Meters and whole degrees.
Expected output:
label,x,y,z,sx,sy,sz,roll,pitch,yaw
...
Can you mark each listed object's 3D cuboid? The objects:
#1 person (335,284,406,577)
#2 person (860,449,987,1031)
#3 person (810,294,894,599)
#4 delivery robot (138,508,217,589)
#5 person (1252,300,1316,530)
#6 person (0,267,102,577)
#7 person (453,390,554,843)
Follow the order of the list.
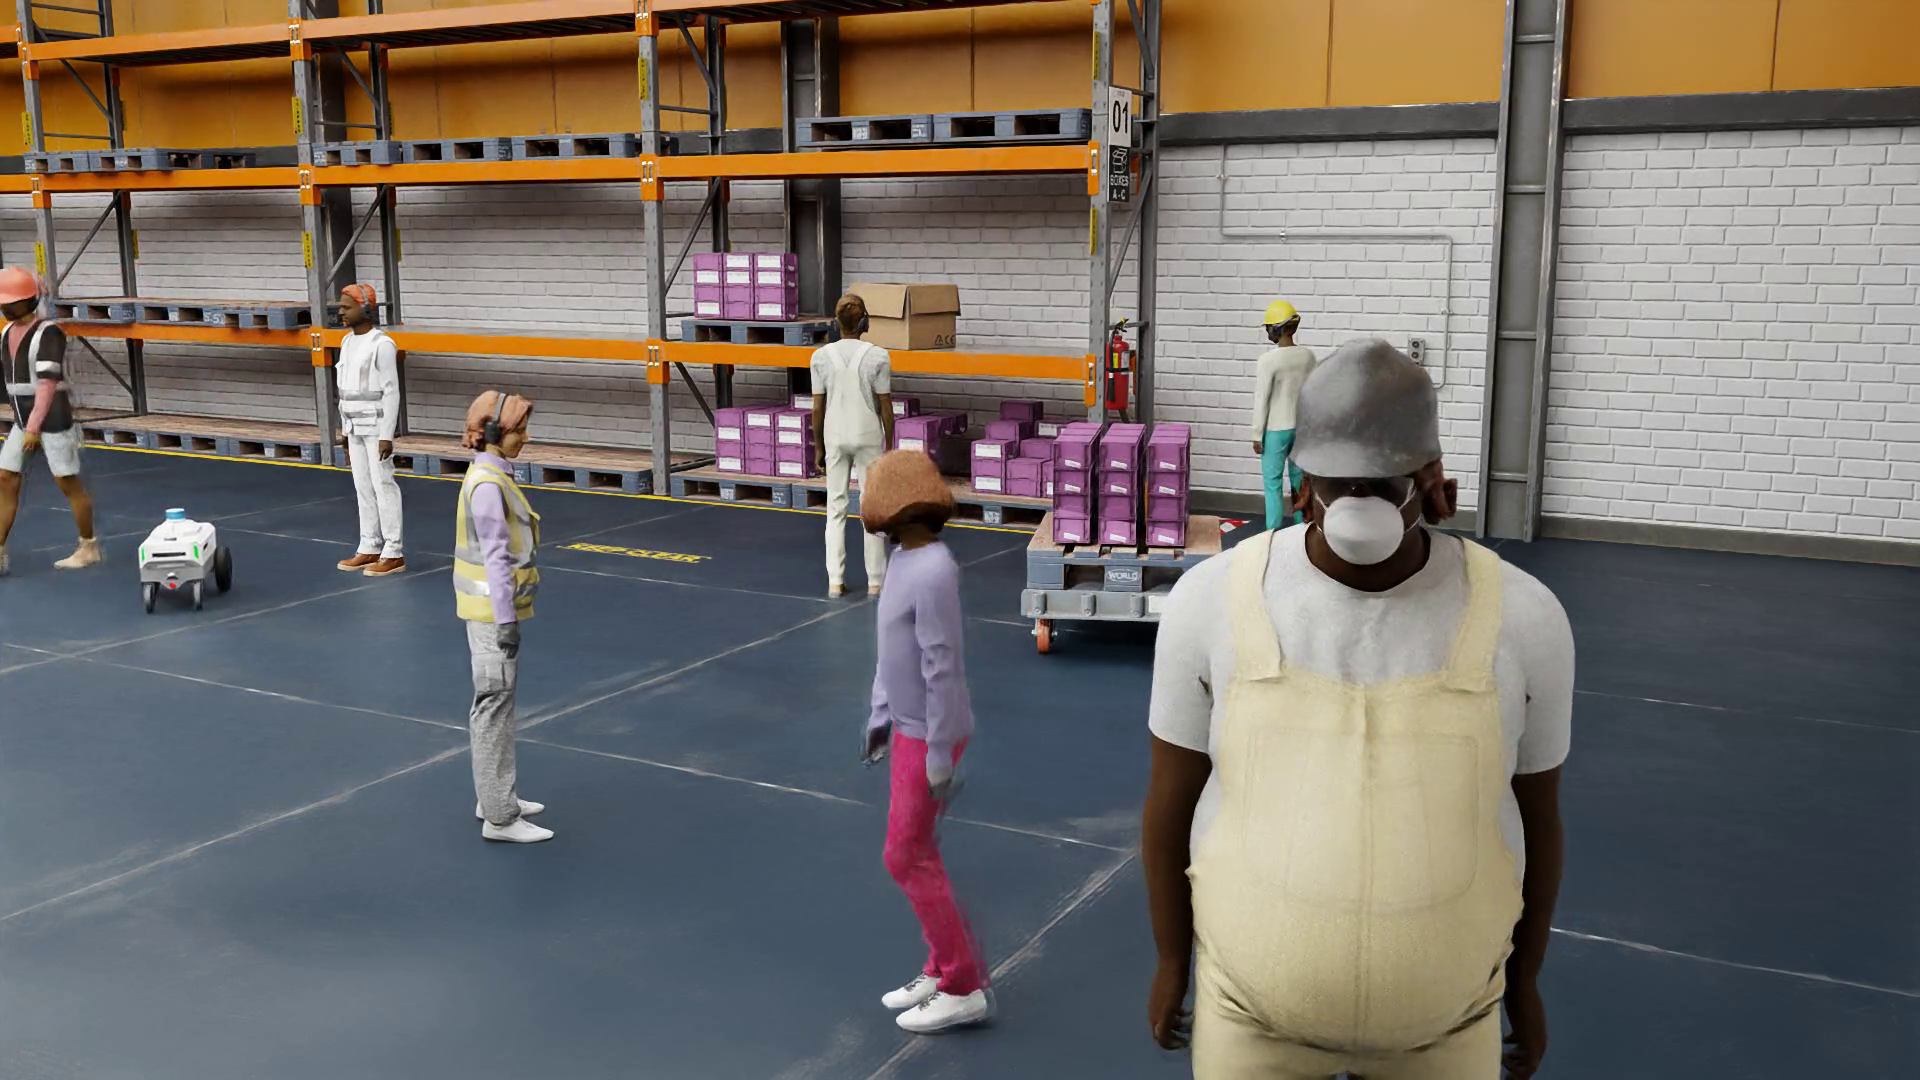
label,x,y,z,sx,sy,sz,roll,pitch,yaw
person,-3.844,-0.709,10.793,0.576,1.883,0.354,9,13,40
person,-0.118,0.552,4.658,0.311,1.601,0.567,-2,10,-10
person,-0.644,-0.559,10.071,0.504,1.847,0.345,1,10,8
delivery robot,-4.695,0.054,9.994,0.477,0.478,0.707,-3,11,-16
person,2.191,-0.746,11.343,0.526,1.761,0.344,-6,12,-32
person,-6.021,-0.732,10.649,0.601,1.988,0.979,5,11,25
person,-1.677,0.276,6.060,0.312,1.639,0.512,-3,11,-17
